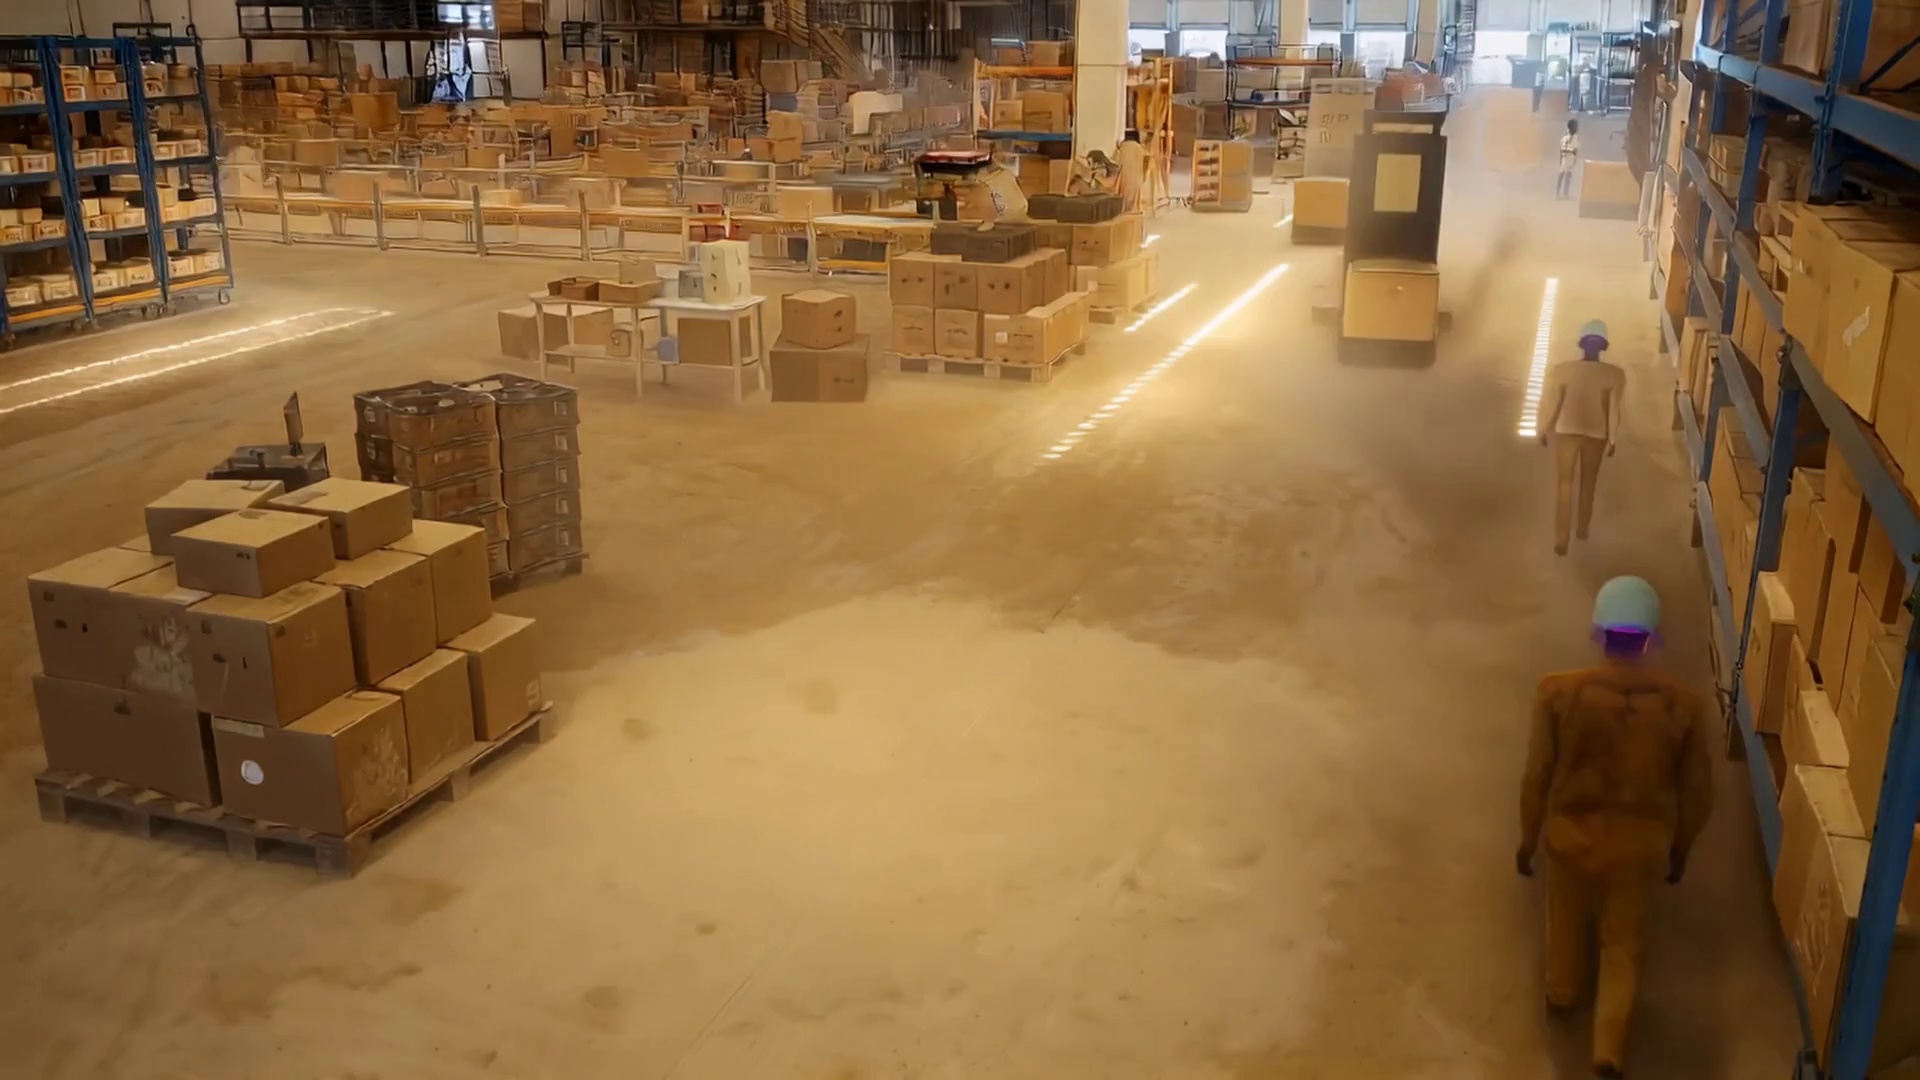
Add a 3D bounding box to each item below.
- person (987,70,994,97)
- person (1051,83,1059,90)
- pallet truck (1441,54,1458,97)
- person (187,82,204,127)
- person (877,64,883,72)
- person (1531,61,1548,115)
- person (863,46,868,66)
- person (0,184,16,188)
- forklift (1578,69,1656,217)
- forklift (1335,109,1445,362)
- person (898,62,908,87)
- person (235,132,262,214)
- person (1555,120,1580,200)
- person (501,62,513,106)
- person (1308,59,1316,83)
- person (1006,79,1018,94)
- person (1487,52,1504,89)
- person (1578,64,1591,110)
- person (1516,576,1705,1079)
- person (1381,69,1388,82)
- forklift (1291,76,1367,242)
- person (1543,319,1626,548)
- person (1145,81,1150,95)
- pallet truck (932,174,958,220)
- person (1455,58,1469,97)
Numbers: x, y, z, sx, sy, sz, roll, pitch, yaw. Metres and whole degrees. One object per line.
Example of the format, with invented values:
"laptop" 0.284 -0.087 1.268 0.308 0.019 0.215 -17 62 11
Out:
"person" 1.224 -17.316 64.373 0.318 1.769 0.522 -2 18 -6
"person" 2.922 -13.048 50.875 0.597 1.822 0.511 8 19 23
"pallet truck" 22.765 -21.886 78.355 0.823 1.965 1.885 -4 18 -14
"person" -22.867 -12.772 49.744 1.051 1.994 0.632 -12 21 -34
"person" -3.245 -18.177 66.912 1.001 1.867 0.590 1 18 4
"person" 22.708 -17.687 65.092 0.535 2.000 0.687 1 18 4
"person" -5.733 -28.309 98.651 0.612 1.929 0.676 -8 19 -23
"person" -14.349 -4.906 25.119 0.611 1.930 0.589 4 18 12
"forklift" 13.219 -7.740 32.475 1.873 2.768 1.129 6 19 18
"forklift" 5.086 -3.617 19.520 1.129 2.768 1.873 3 18 11
"person" -2.291 -18.458 67.676 0.569 1.936 0.715 14 22 37
"person" -13.748 -6.970 31.951 0.743 1.714 0.316 6 19 18
"person" 13.062 -8.154 35.694 0.530 1.697 0.322 -9 20 -25
"person" -19.428 -19.521 71.183 0.344 1.839 0.504 10 20 29
"person" 19.763 -26.633 93.276 0.377 1.995 0.612 6 19 18
"person" 1.910 -16.609 61.955 0.971 1.898 0.557 13 22 36
"person" 27.804 -24.310 86.152 0.936 1.882 0.608 11 21 32
"person" 24.811 -17.955 66.194 0.574 1.883 0.356 -15 23 -38
"person" 2.411 1.104 6.192 0.637 1.965 0.971 6 19 18
"person" 15.987 -16.854 62.860 1.011 1.807 0.503 -4 18 -12
"forklift" 6.598 -6.755 29.381 1.129 2.768 1.873 6 19 19
"person" 4.678 -0.781 12.530 0.534 1.756 0.791 6 19 18
"person" 6.406 -14.962 57.209 0.528 1.616 0.398 7 19 21
"pallet truck" -0.507 -5.292 27.348 0.653 1.274 1.630 6 19 19
"person" 23.826 -21.949 78.873 0.632 1.809 0.905 -6 19 -19
